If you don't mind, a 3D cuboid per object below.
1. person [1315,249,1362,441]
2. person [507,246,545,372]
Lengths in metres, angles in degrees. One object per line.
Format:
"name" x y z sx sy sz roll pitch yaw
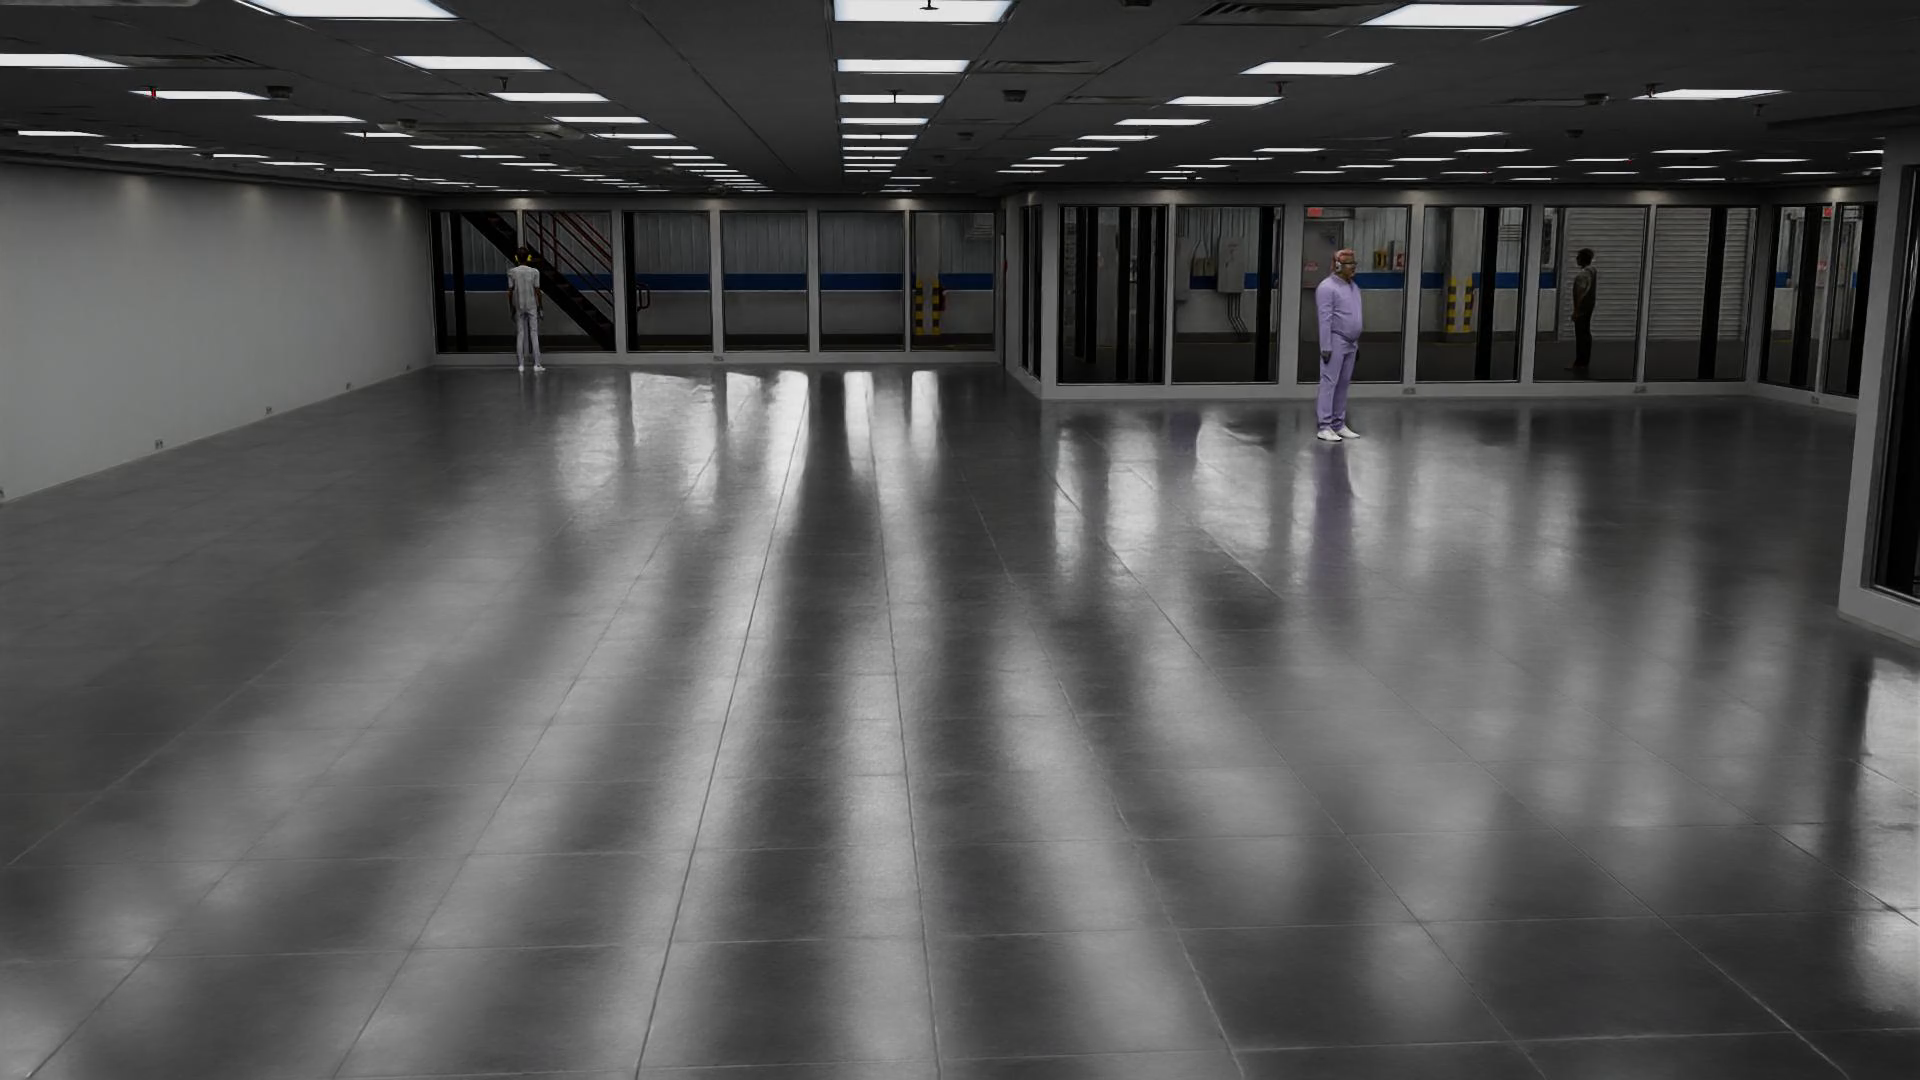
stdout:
"person" 3.835 -1.956 16.733 0.409 1.909 0.640 9 14 42
"person" -6.481 -3.443 24.850 0.514 1.876 0.328 0 11 -2
